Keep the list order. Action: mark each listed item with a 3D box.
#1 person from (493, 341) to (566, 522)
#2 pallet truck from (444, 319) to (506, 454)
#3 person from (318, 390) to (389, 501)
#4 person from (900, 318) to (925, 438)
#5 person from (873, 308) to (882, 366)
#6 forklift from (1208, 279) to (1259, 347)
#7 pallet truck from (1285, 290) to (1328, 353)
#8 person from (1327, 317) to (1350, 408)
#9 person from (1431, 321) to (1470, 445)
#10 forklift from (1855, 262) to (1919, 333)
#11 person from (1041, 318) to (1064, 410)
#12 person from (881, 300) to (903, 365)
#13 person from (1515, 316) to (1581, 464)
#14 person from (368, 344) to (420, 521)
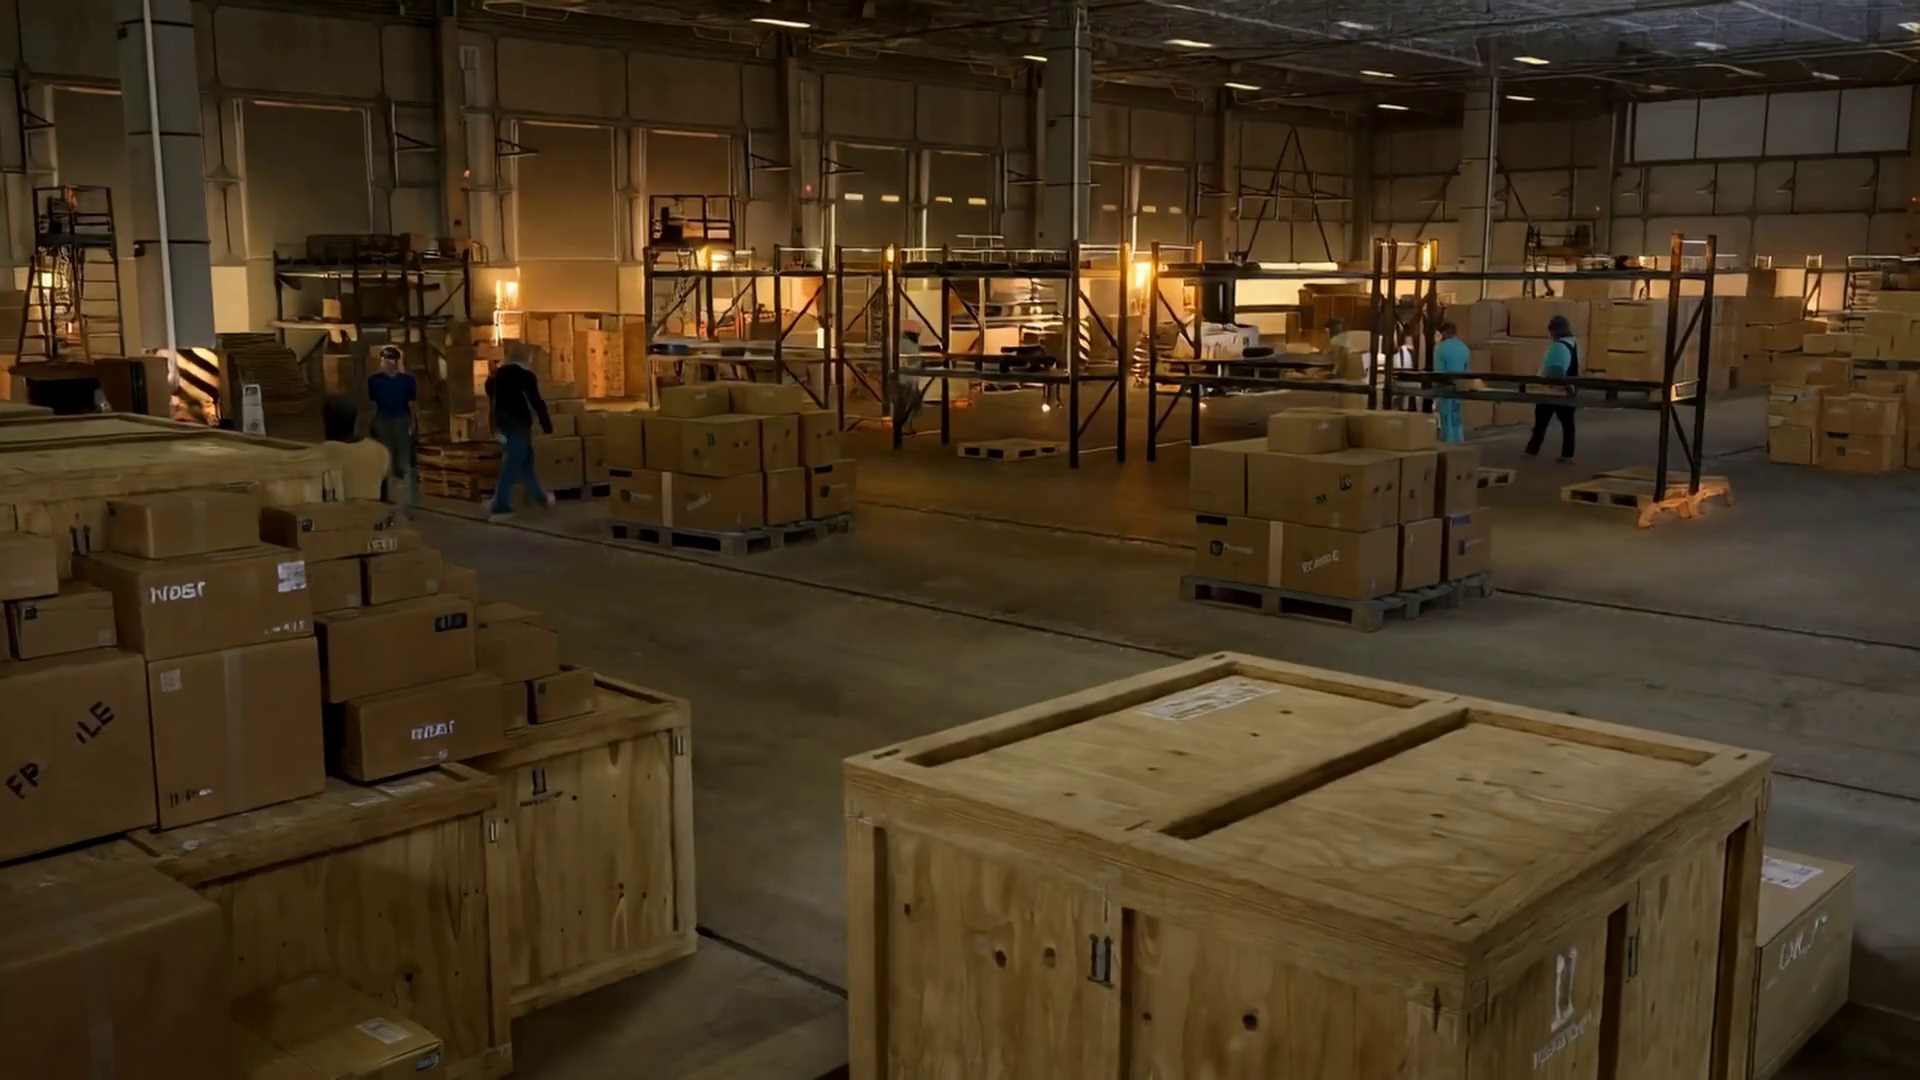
[{"bbox_3d":[-4.584,-1.160,17.677,0.990,1.886,0.629,-8,12,-41],"label":"person"},{"bbox_3d":[-6.981,-1.942,22.150,1.885,1.965,0.823,1,9,9],"label":"pallet truck"},{"bbox_3d":[-3.863,0.015,10.433,0.554,1.900,0.632,6,11,32],"label":"person"},{"bbox_3d":[-0.777,-2.516,26.017,0.566,1.887,0.681,-1,9,-7],"label":"person"},{"bbox_3d":[-2.159,-5.387,44.400,0.319,1.632,0.525,-1,9,-7],"label":"person"},{"bbox_3d":[7.277,-6.285,46.082,1.873,2.768,1.129,9,13,43],"label":"forklift"},{"bbox_3d":[11.297,-6.951,52.861,1.885,1.965,0.823,-5,11,-29],"label":"pallet truck"},{"bbox_3d":[5.781,-2.448,25.494,0.363,1.929,0.628,3,10,19],"label":"person"},{"bbox_3d":[6.806,-2.072,23.179,0.624,1.931,0.378,-5,11,-29],"label":"person"},{"bbox_3d":[23.390,-5.543,41.532,1.129,2.768,1.873,-1,9,-5],"label":"forklift"},{"bbox_3d":[1.759,-3.320,31.405,0.486,1.738,0.320,-4,10,-26],"label":"person"},{"bbox_3d":[-1.579,-4.677,39.127,0.543,1.932,0.365,4,10,22],"label":"person"},{"bbox_3d":[8.082,-2.063,22.762,0.700,2.000,0.860,-7,12,-37],"label":"person"},{"bbox_3d":[-5.972,-1.127,17.545,0.517,1.873,0.328,-2,9,-11],"label":"person"}]
